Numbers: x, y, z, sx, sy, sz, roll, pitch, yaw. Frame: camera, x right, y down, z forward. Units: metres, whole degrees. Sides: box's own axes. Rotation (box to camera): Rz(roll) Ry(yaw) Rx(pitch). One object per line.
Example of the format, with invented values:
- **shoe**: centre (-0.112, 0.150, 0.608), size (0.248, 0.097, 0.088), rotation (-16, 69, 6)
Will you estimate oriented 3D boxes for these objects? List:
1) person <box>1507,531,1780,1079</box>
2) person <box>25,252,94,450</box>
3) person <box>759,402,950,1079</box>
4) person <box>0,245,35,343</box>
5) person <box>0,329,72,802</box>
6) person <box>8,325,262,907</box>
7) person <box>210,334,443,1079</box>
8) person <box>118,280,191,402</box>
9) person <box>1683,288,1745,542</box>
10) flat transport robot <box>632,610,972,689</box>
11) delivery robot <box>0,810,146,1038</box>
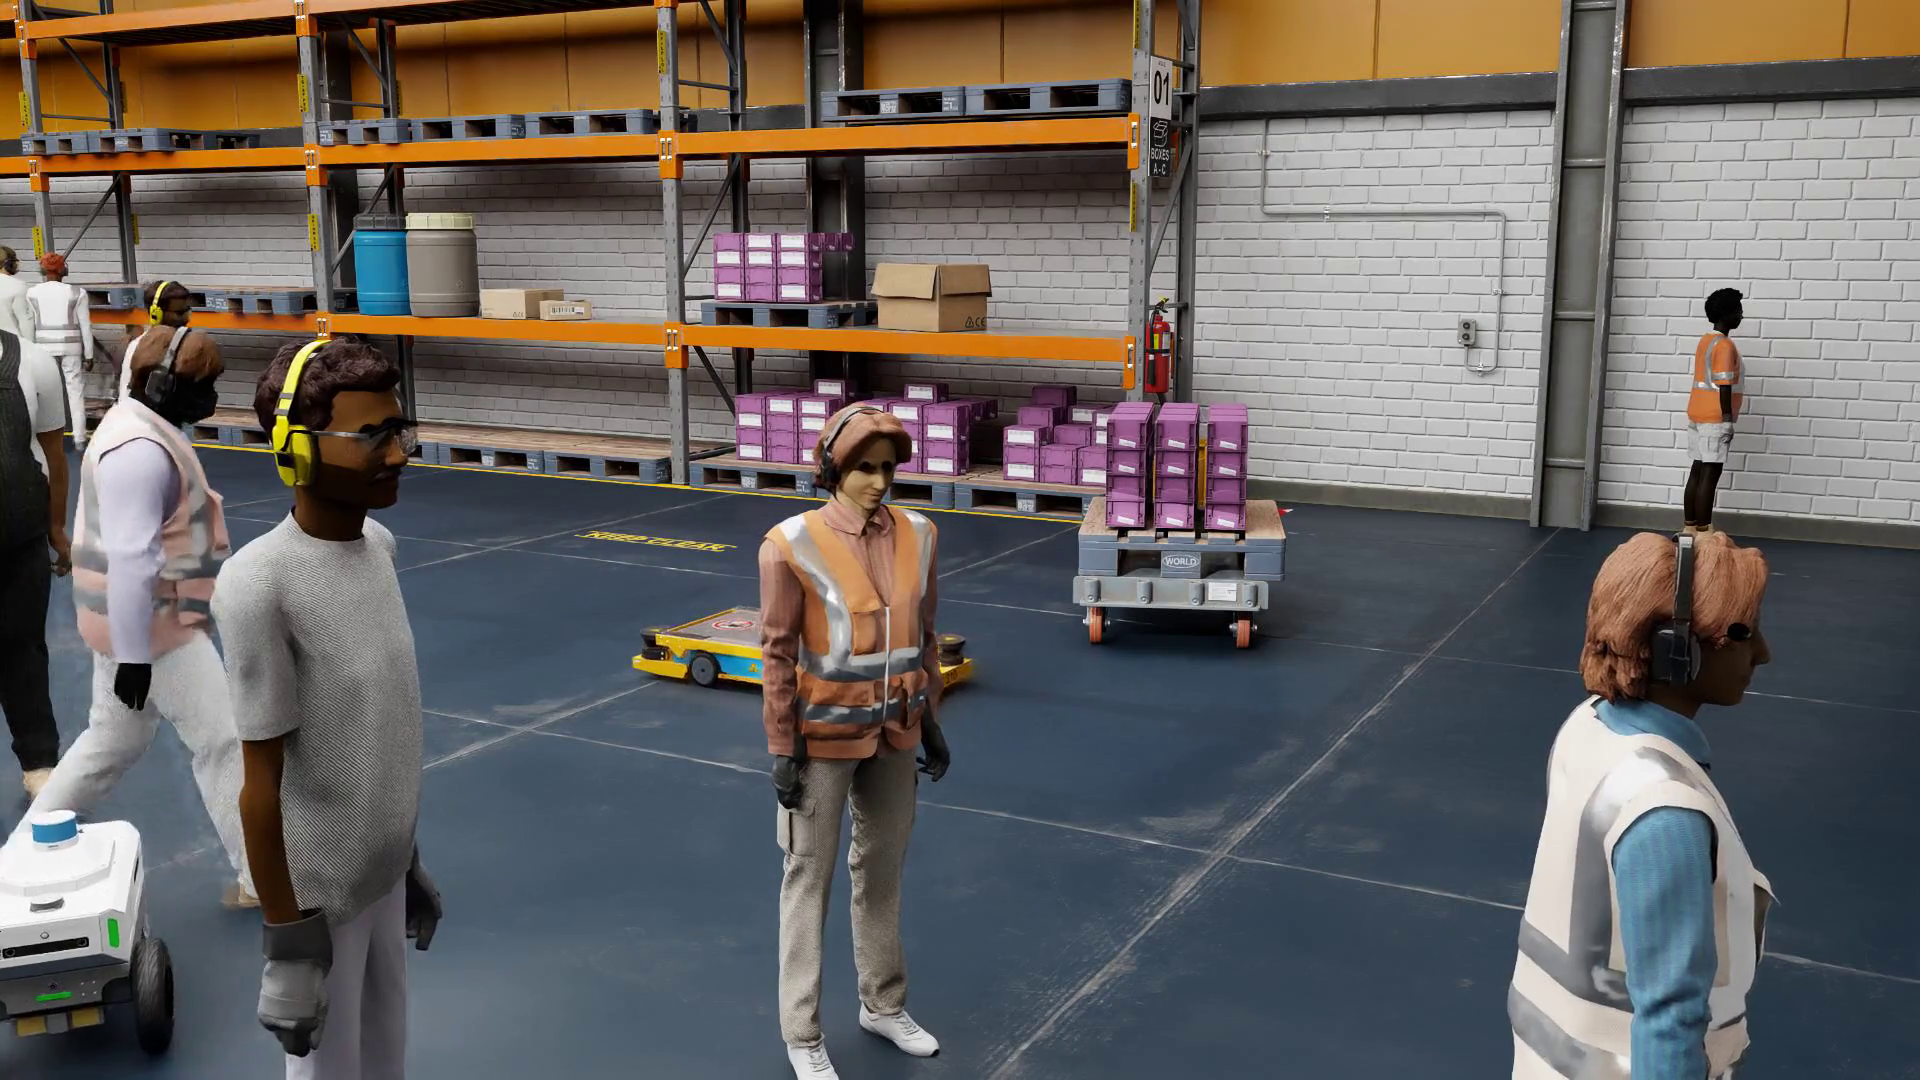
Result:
- **person**: centre (0.921, 0.794, 2.317), size (0.312, 1.639, 0.520), rotation (2, 10, 10)
- **person**: centre (-8.511, -1.768, 15.736), size (0.578, 1.879, 0.356), rotation (-4, 11, -20)
- **person**: centre (-0.251, 0.488, 3.999), size (0.514, 1.640, 0.310), rotation (-8, 13, -39)
- **person**: centre (-8.962, -1.796, 15.696), size (0.627, 1.940, 0.372), rotation (4, 11, 19)
- **person**: centre (-3.447, -0.039, 5.786), size (0.682, 2.000, 0.536), rotation (-7, 12, -33)
- **person**: centre (-2.430, 0.262, 4.875), size (0.956, 1.783, 0.687), rotation (-5, 12, -26)
- **person**: centre (-1.022, 0.594, 2.788), size (0.311, 1.869, 0.530), rotation (1, 10, 4)
- **person**: centre (-4.323, -0.487, 8.945), size (1.035, 1.785, 0.520), rotation (-2, 10, -9)
- **person**: centre (4.895, -0.778, 10.781), size (0.318, 1.697, 0.534), rotation (1, 10, 8)
- **flat transport robot**: centre (-0.726, 0.516, 7.597), size (1.431, 0.197, 0.652), rotation (5, 12, 27)
- **delivery robot**: centre (-2.299, 0.936, 4.258), size (0.477, 0.478, 0.707), rotation (-4, 11, -22)
